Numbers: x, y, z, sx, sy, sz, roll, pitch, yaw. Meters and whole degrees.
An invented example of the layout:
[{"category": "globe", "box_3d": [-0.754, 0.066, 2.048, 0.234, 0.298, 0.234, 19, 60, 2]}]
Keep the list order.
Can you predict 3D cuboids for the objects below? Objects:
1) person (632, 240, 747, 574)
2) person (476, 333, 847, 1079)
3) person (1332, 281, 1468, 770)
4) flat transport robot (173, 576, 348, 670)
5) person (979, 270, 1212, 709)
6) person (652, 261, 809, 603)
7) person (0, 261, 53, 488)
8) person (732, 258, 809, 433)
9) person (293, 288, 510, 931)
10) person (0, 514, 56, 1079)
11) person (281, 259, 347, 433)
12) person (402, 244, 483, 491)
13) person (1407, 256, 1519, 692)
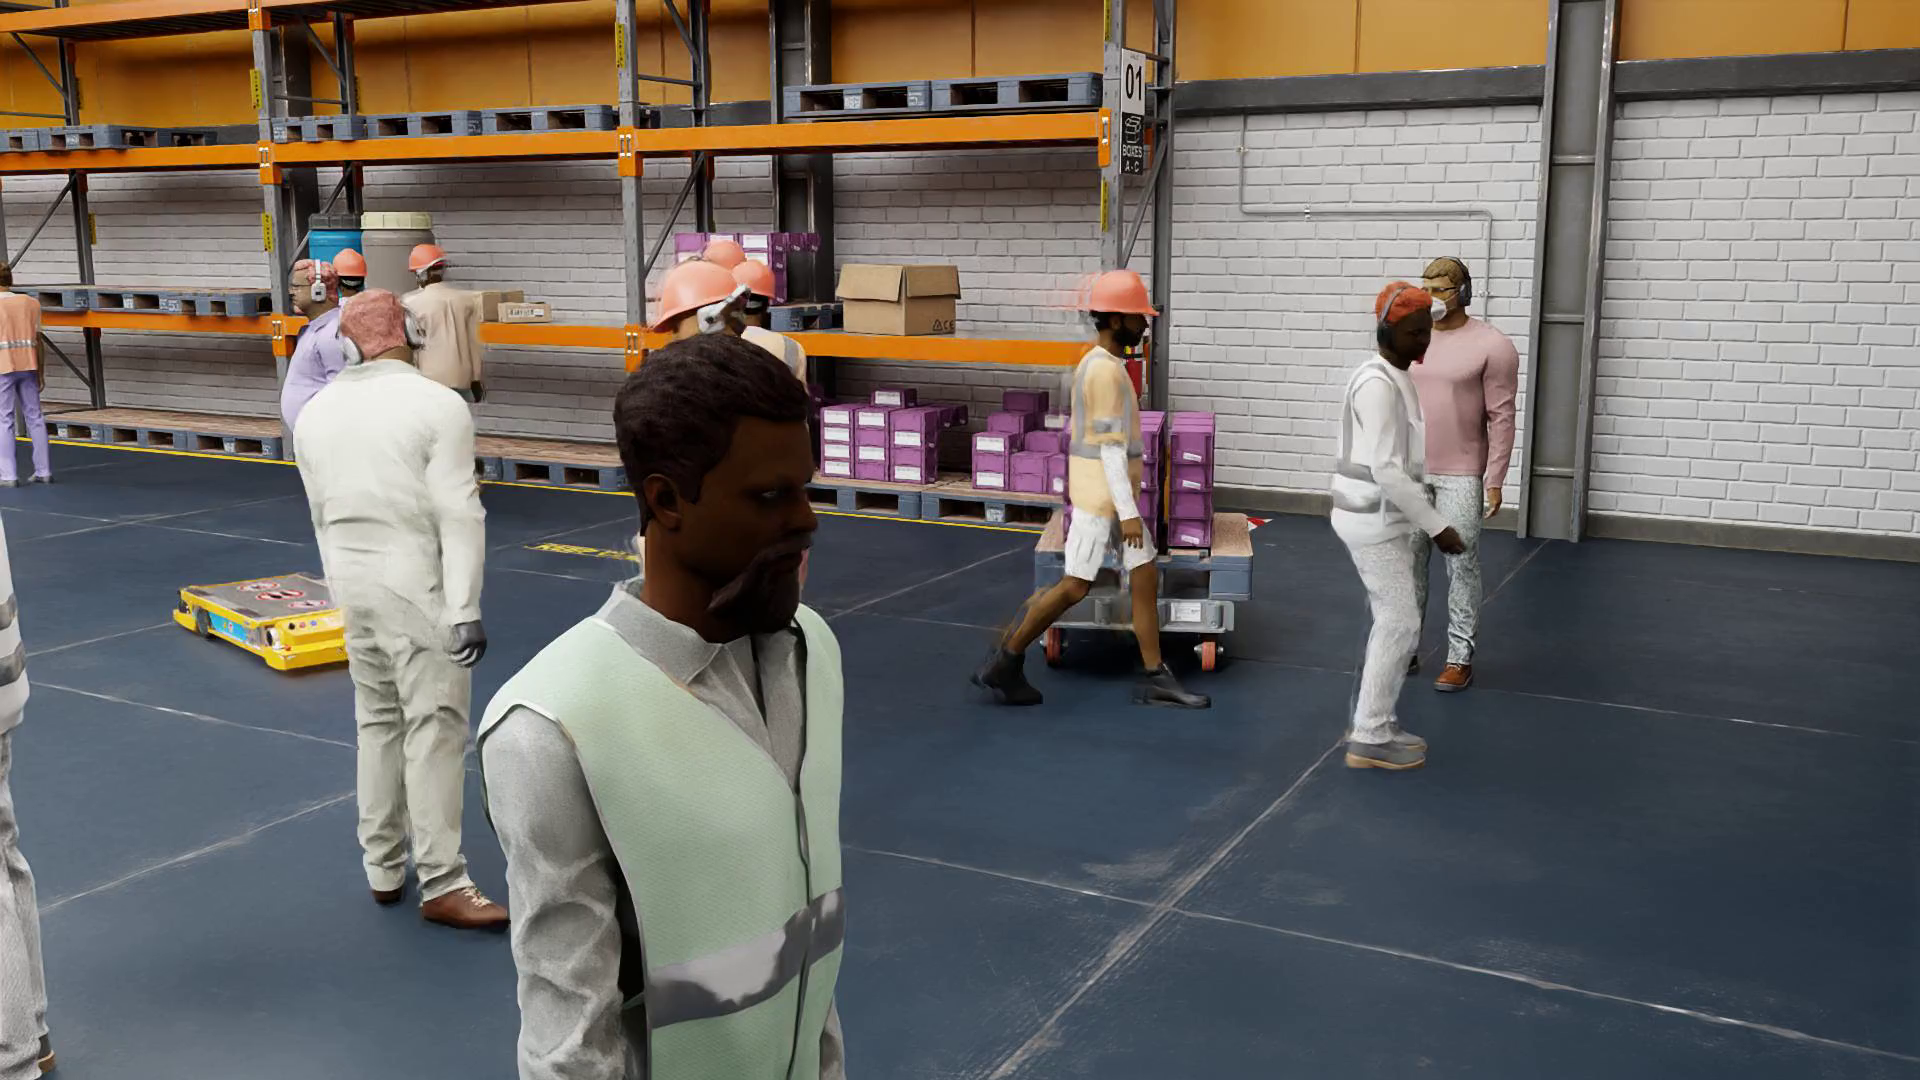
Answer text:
[{"category": "person", "box_3d": [-1.407, -0.650, 9.238, 0.822, 2.017, 0.612, 5, 11, 26]}, {"category": "person", "box_3d": [-0.302, 0.719, 1.971, 0.391, 1.919, 0.593, 4, 11, 21]}, {"category": "person", "box_3d": [1.672, -0.035, 6.274, 0.514, 1.859, 0.599, 5, 12, 26]}, {"category": "flat transport robot", "box_3d": [-3.360, 0.380, 8.343, 0.652, 0.197, 1.431, -10, 14, -43]}, {"category": "person", "box_3d": [0.557, -0.193, 7.077, 0.979, 1.903, 0.540, 2, 11, 10]}, {"category": "person", "box_3d": [-0.770, 0.093, 5.337, 0.543, 1.949, 0.653, -10, 14, -43]}, {"category": "person", "box_3d": [-7.671, -1.335, 13.465, 0.382, 1.835, 0.566, 7, 12, 32]}, {"category": "person", "box_3d": [-0.976, -0.331, 7.722, 0.555, 1.927, 0.393, -5, 12, -26]}, {"category": "person", "box_3d": [-1.601, 0.201, 4.978, 0.803, 1.865, 0.415, 6, 12, 29]}, {"category": "person", "box_3d": [-2.290, 0.411, 3.747, 0.338, 1.882, 0.583, -4, 11, -22]}, {"category": "person", "box_3d": [-3.279, -0.487, 8.606, 0.406, 1.910, 0.639, -5, 11, -26]}, {"category": "person", "box_3d": [-3.825, -1.175, 12.216, 0.434, 1.975, 0.633, 7, 12, 34]}, {"category": "person", "box_3d": [2.151, -0.292, 7.455, 0.635, 1.937, 0.352, 9, 14, 40]}]
